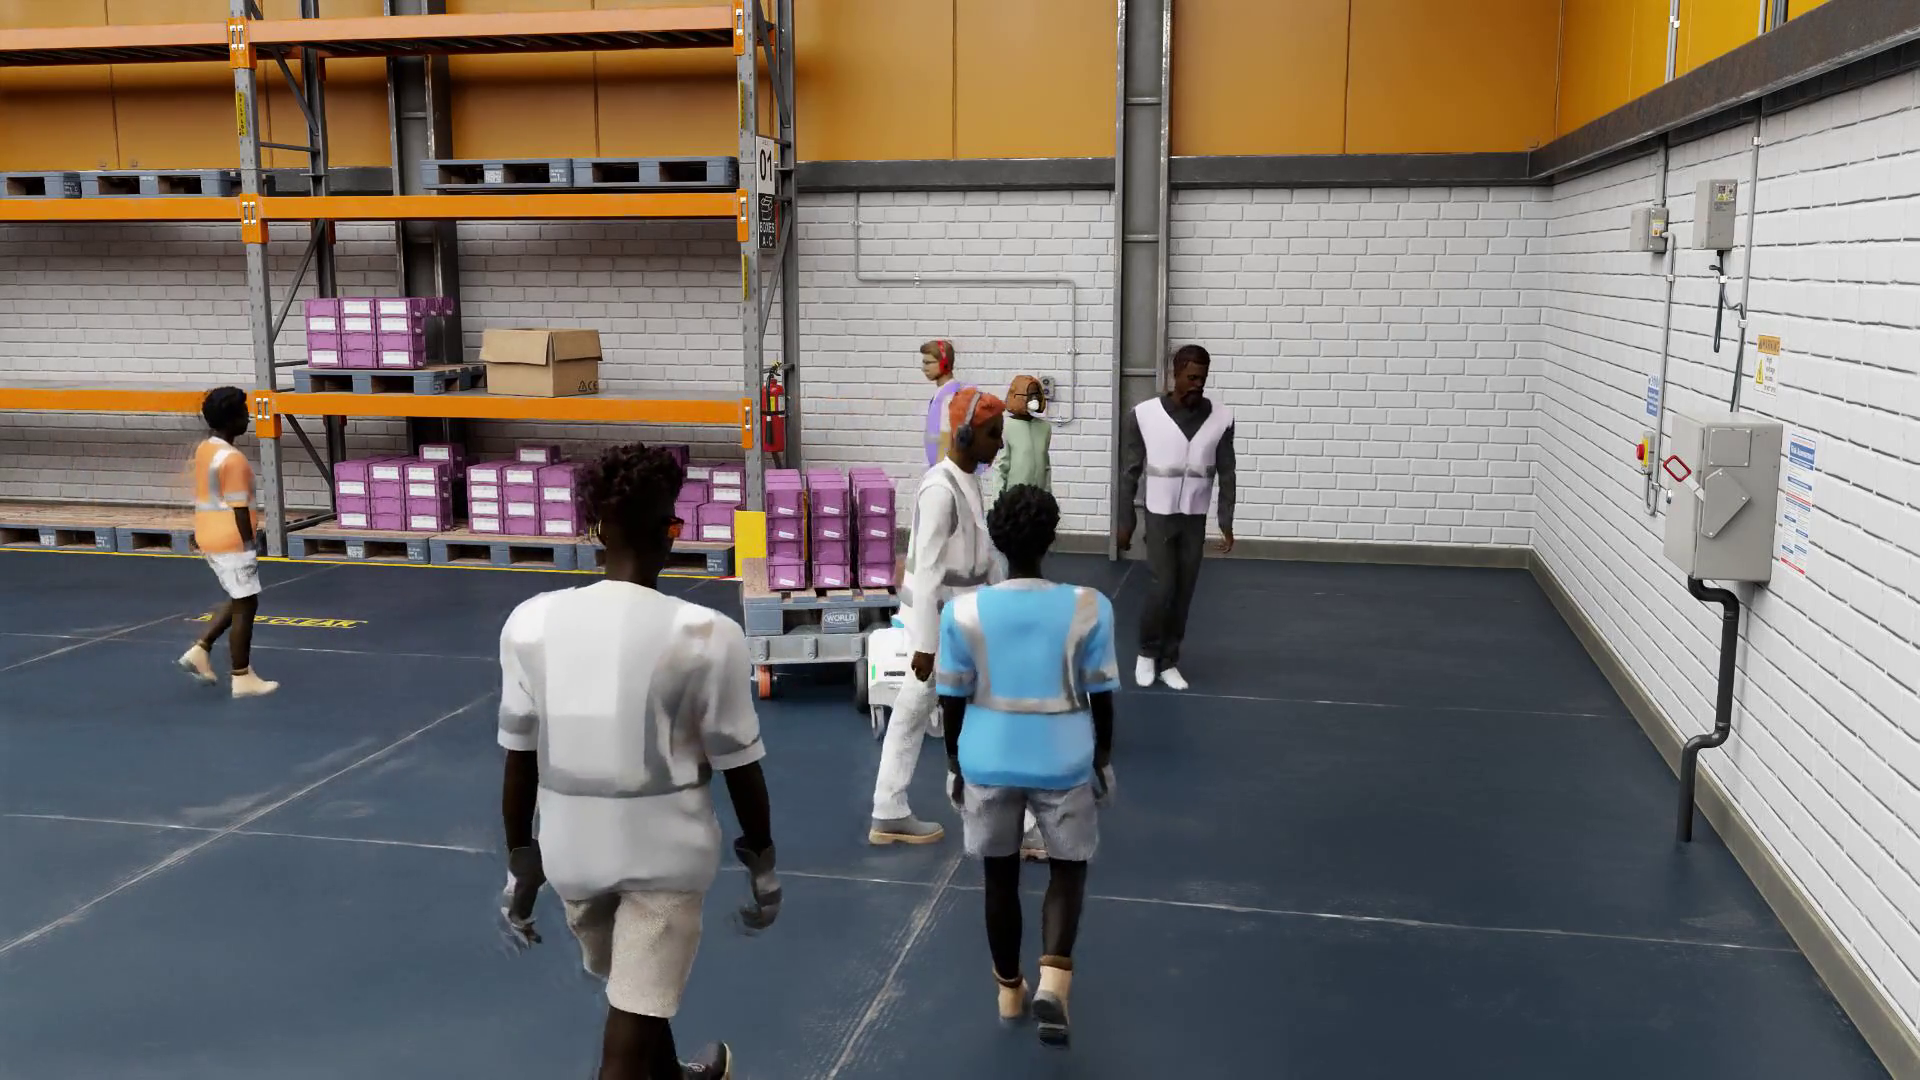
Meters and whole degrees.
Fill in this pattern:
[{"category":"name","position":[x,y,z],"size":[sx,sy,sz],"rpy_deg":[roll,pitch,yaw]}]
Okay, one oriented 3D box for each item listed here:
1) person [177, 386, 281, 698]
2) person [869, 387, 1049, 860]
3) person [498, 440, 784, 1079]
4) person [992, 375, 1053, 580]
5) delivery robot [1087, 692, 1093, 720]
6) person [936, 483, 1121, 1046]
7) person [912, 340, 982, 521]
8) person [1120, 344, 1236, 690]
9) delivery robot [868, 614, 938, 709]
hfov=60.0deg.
[{"category":"person","position":[-3.902,0.019,8.864],"size":[0.406,1.680,0.545],"rpy_deg":[-8,12,-40]},{"category":"person","position":[0.058,0.330,6.491],"size":[0.931,1.839,0.608],"rpy_deg":[1,9,7]},{"category":"person","position":[-0.728,0.715,3.971],"size":[0.616,1.906,1.014],"rpy_deg":[3,10,17]},{"category":"person","position":[0.400,-0.223,10.476],"size":[0.500,1.633,0.285],"rpy_deg":[-9,13,-43]},{"category":"delivery robot","position":[0.326,0.691,7.929],"size":[0.707,0.478,0.477],"rpy_deg":[0,9,-3]},{"category":"person","position":[0.195,0.673,4.900],"size":[0.545,1.684,0.545],"rpy_deg":[1,9,5]},{"category":"person","position":[-0.202,-0.426,11.155],"size":[0.819,1.808,0.581],"rpy_deg":[-1,9,-7]},{"category":"person","position":[1.193,-0.110,9.018],"size":[0.610,1.894,0.524],"rpy_deg":[-2,10,-14]},{"category":"delivery robot","position":[-0.289,0.618,8.367],"size":[0.477,0.478,0.707],"rpy_deg":[0,9,-2]}]
